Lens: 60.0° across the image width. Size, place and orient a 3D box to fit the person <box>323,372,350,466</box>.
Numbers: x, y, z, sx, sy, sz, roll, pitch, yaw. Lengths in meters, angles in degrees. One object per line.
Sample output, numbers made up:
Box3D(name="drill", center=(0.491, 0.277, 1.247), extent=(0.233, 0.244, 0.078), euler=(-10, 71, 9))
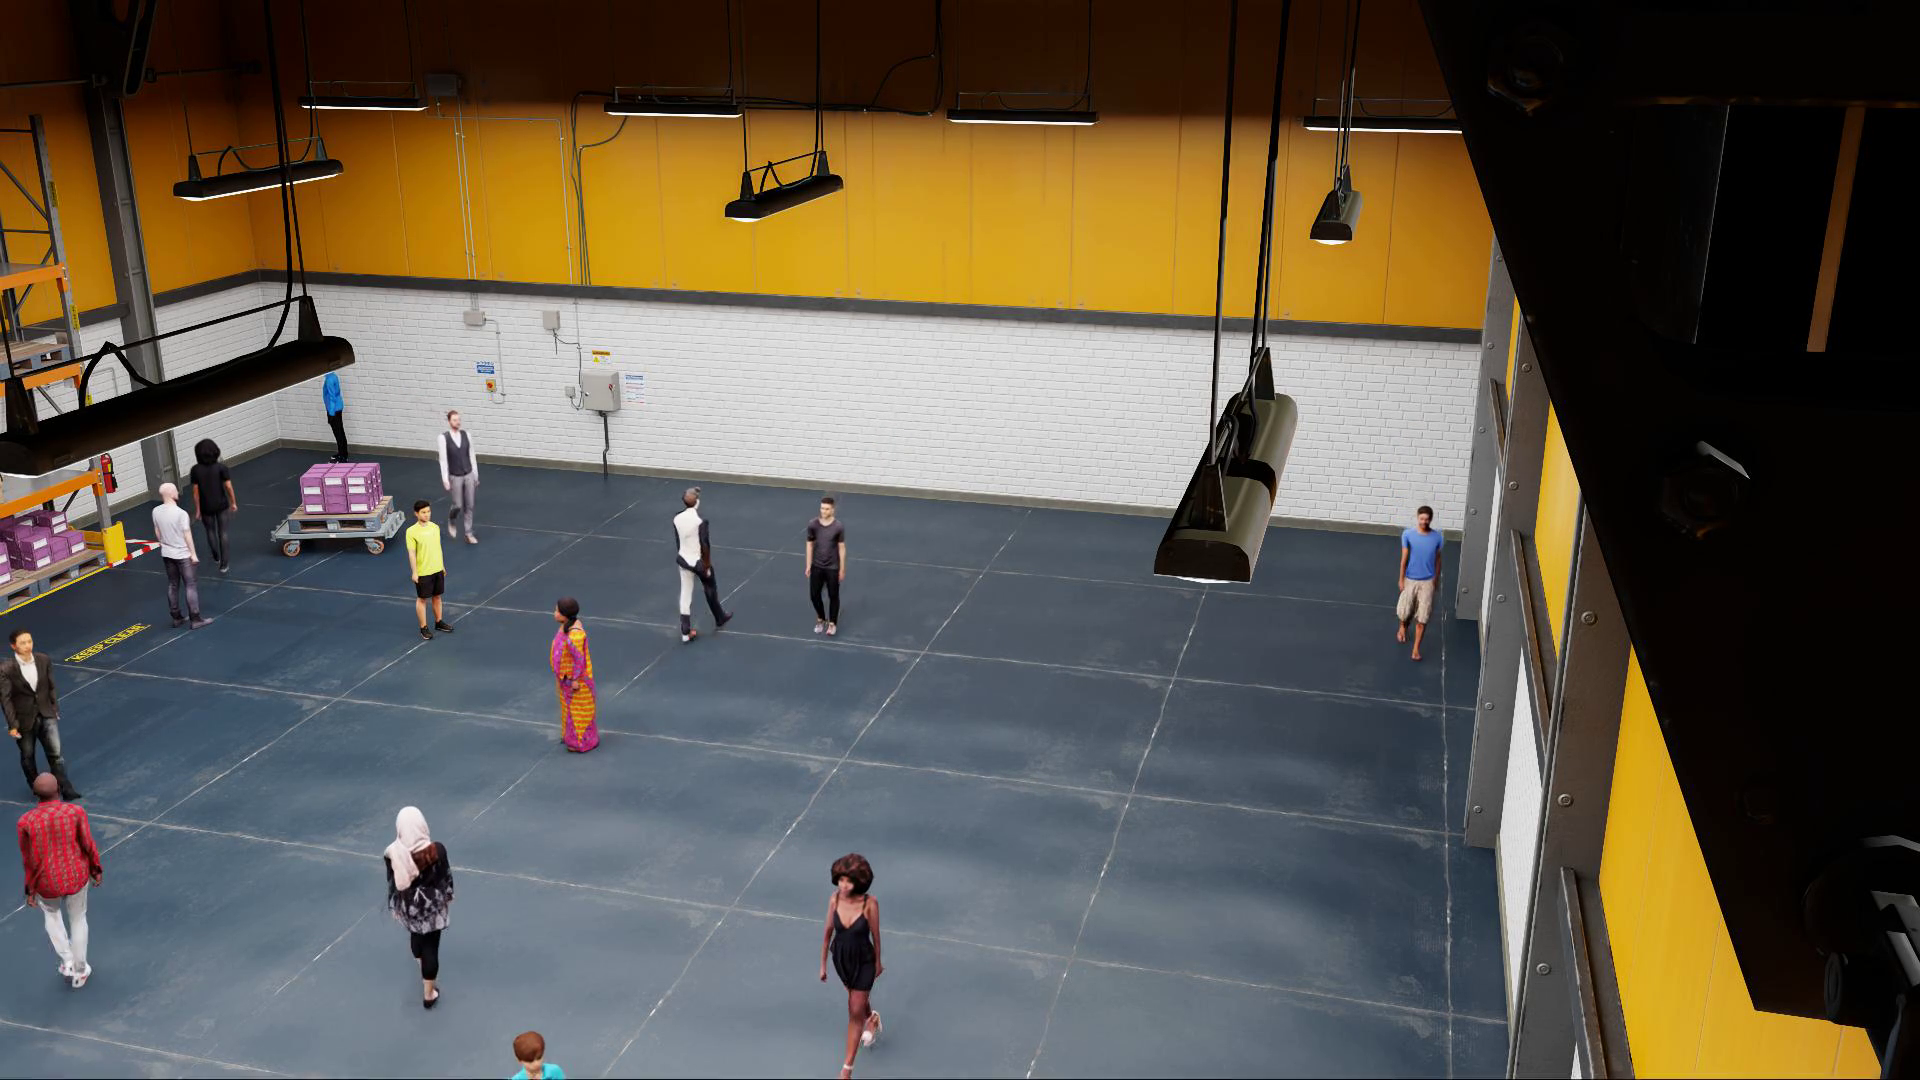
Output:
Box3D(name="person", center=(-10.292, -2.143, 27.408), extent=(0.750, 1.798, 0.634), euler=(-4, 19, -11))

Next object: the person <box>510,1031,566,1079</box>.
Box3D(name="person", center=(-2.666, 3.720, 10.576), extent=(0.906, 1.429, 0.961), euler=(-11, 21, -29))

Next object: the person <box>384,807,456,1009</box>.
Box3D(name="person", center=(-4.169, 2.861, 12.842), extent=(0.806, 1.611, 0.978), euler=(-1, 19, -4))

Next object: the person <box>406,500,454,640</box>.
Box3D(name="person", center=(-6.475, 0.333, 20.196), extent=(0.746, 1.709, 0.595), euler=(13, 22, 33))

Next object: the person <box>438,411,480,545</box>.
Box3D(name="person", center=(-7.117, -0.911, 23.560), extent=(0.896, 1.920, 0.939), euler=(-16, 24, -39))

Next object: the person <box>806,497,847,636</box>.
Box3D(name="person", center=(-1.596, 0.298, 20.233), extent=(0.683, 1.751, 0.624), euler=(3, 19, 10))

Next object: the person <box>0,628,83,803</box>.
Box3D(name="person", center=(-9.005, 1.696, 16.059), extent=(1.058, 1.766, 1.157), euler=(15, 24, 38))

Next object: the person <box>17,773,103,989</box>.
Box3D(name="person", center=(-7.047, 2.690, 13.037), extent=(0.830, 1.811, 0.875), euler=(-8, 20, -24))

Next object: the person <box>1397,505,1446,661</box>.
Box3D(name="person", center=(5.428, 0.453, 19.622), extent=(0.635, 1.848, 0.854), euler=(4, 19, 11))

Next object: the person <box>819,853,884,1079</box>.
Box3D(name="person", center=(-0.738, 3.051, 12.079), extent=(0.611, 1.737, 1.103), euler=(6, 20, 18))

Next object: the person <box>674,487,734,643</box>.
Box3D(name="person", center=(-3.243, 0.322, 19.996), extent=(0.853, 1.857, 1.144), euler=(9, 21, 25))

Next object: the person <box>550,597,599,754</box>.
Box3D(name="person", center=(-4.007, 1.359, 17.194), extent=(0.841, 1.681, 0.770), euler=(-8, 20, -21))

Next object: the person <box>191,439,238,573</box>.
Box3D(name="person", center=(-10.015, -0.440, 22.340), extent=(0.993, 1.806, 1.104), euler=(-7, 20, -21))

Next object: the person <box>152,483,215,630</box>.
Box3D(name="person", center=(-9.616, 0.190, 20.426), extent=(0.671, 1.833, 0.606), euler=(7, 20, 19))
